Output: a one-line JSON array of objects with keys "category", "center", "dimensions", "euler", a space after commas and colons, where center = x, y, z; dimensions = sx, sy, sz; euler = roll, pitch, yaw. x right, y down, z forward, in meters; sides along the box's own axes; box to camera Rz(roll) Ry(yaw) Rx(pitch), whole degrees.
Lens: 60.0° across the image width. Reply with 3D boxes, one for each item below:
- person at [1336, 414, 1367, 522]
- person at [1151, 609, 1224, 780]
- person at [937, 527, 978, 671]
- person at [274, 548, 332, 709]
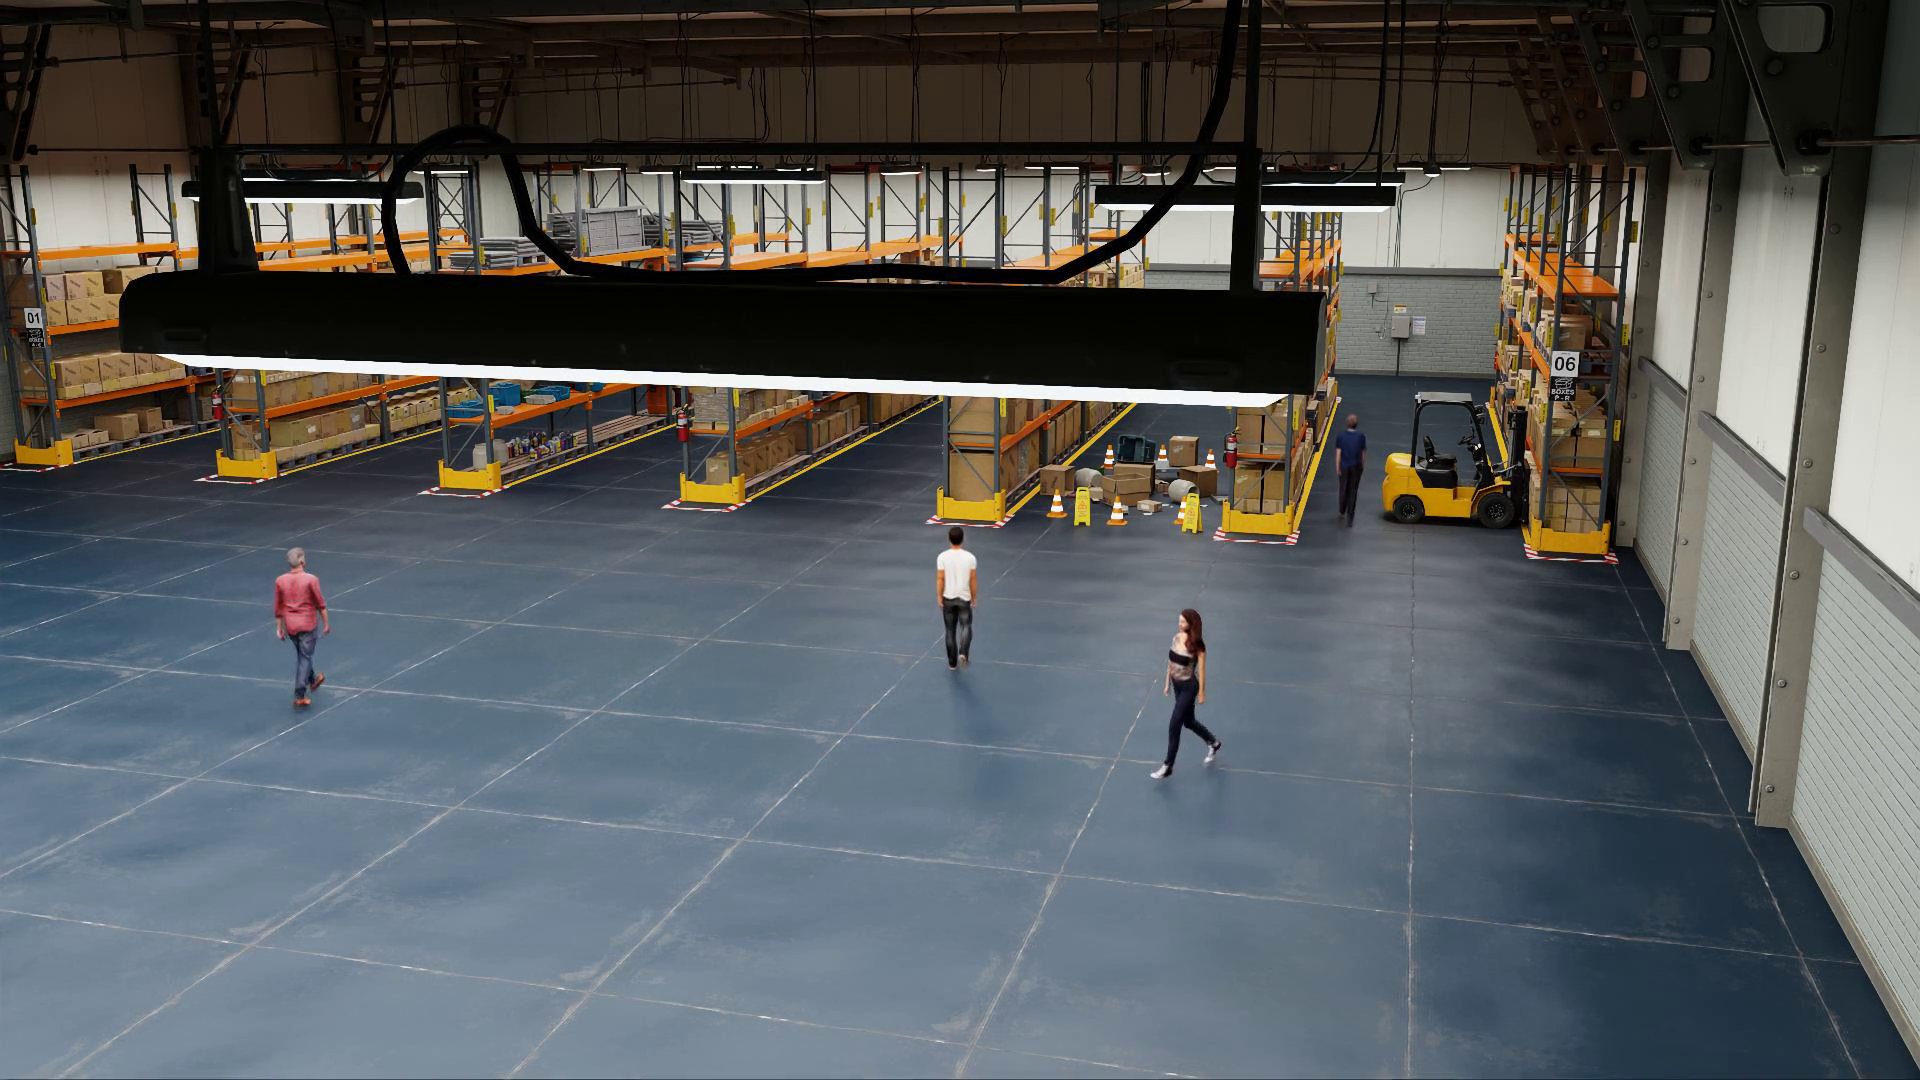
[{"category": "person", "center": [6.722, -1.197, 28.572], "dimensions": [0.675, 1.822, 1.195], "euler": [4, 14, 16]}, {"category": "person", "center": [2.362, 1.544, 16.928], "dimensions": [1.214, 1.734, 1.131], "euler": [-8, 15, -31]}, {"category": "person", "center": [-0.043, 0.742, 20.265], "dimensions": [0.758, 1.792, 0.873], "euler": [0, 13, -1]}, {"category": "person", "center": [-7.560, 1.035, 19.018], "dimensions": [0.796, 1.784, 1.242], "euler": [2, 13, 8]}]
